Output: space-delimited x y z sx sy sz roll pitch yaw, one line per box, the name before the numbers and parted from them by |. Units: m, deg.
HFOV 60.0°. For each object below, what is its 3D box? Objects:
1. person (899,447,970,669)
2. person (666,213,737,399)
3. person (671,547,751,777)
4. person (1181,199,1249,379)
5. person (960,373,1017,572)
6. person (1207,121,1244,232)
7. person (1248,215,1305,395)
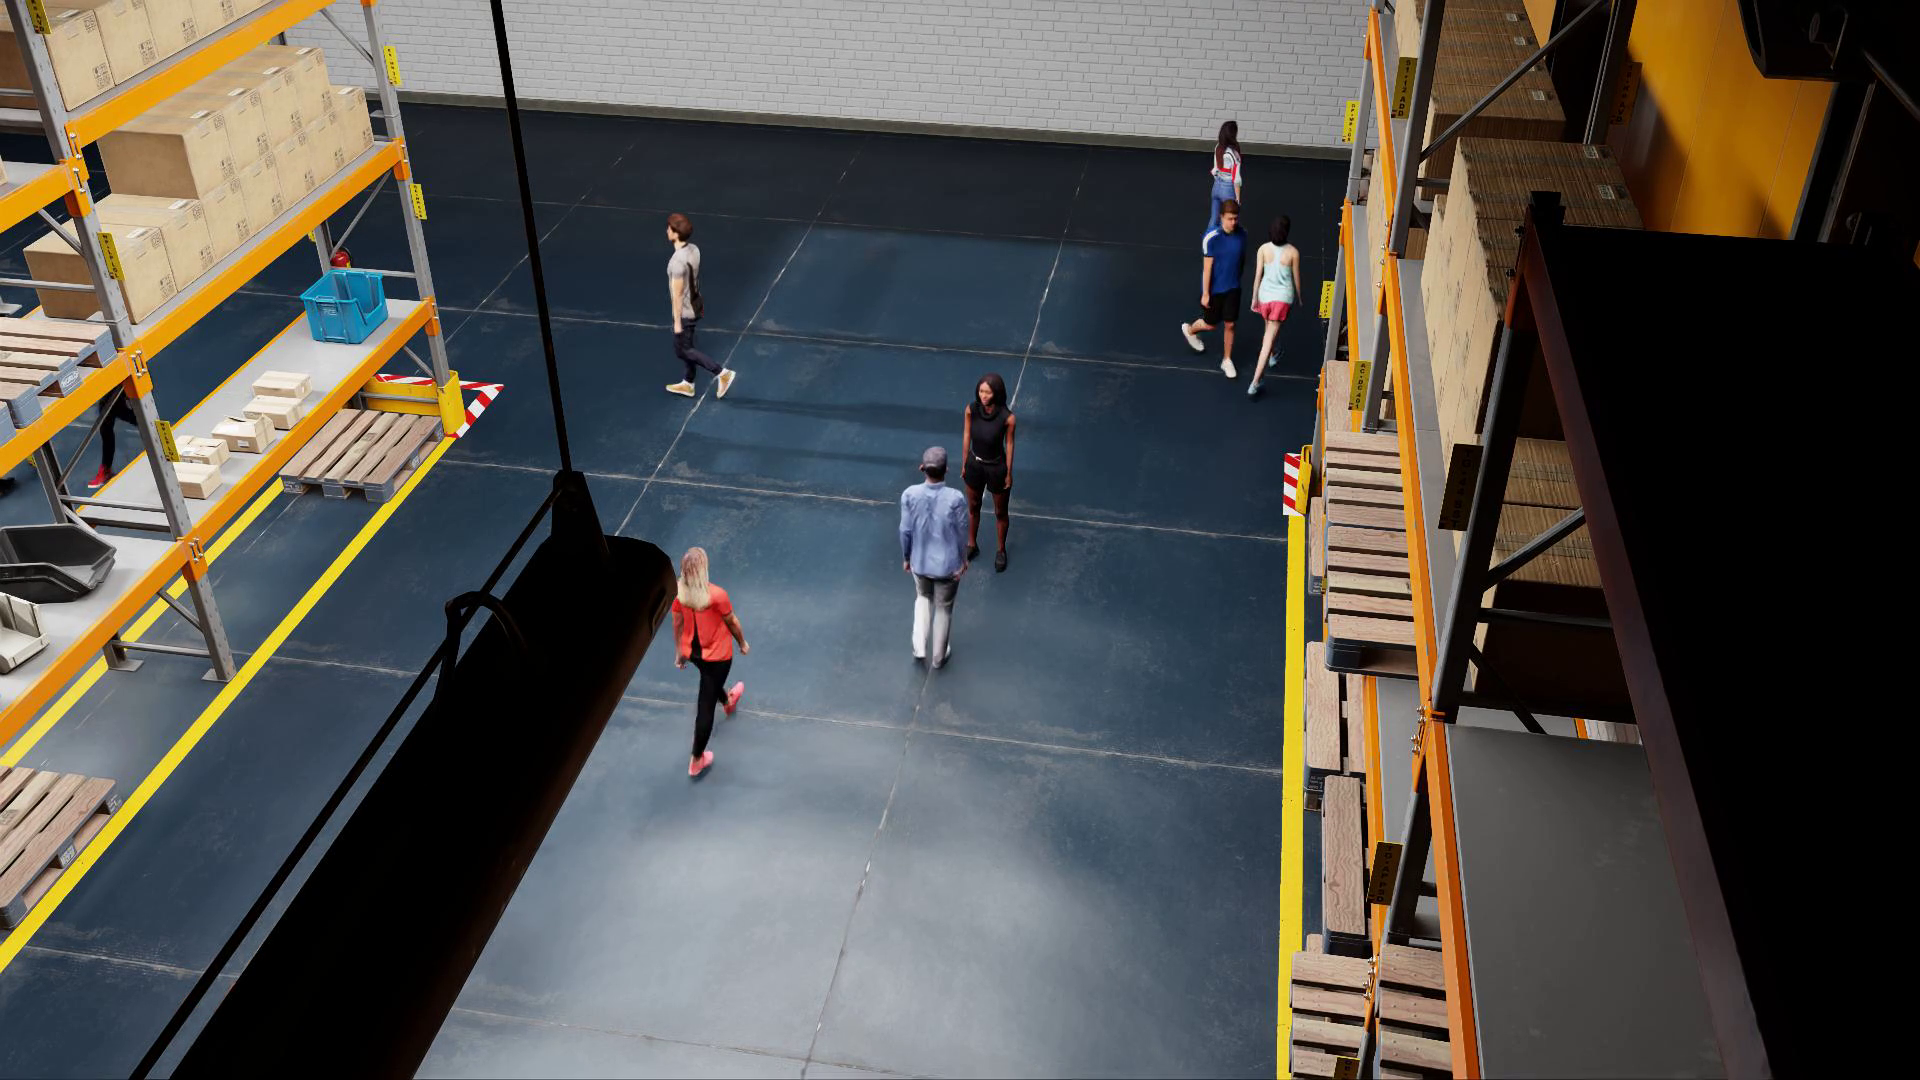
person | -0.189 0.193 12.195 0.657 1.876 0.644 7 34 11
person | -2.515 -2.160 15.732 0.706 1.877 0.895 6 34 9
person | -1.777 0.857 11.407 0.800 1.640 1.224 14 36 19
person | 2.507 -2.512 16.299 0.957 1.836 1.123 -14 36 -20
person | 0.228 -0.560 13.450 0.634 1.740 0.576 12 35 17
person | 2.960 -3.897 18.586 0.727 1.612 0.649 -18 38 -25
person | 3.002 -2.223 15.978 0.897 1.711 1.284 18 37 25
